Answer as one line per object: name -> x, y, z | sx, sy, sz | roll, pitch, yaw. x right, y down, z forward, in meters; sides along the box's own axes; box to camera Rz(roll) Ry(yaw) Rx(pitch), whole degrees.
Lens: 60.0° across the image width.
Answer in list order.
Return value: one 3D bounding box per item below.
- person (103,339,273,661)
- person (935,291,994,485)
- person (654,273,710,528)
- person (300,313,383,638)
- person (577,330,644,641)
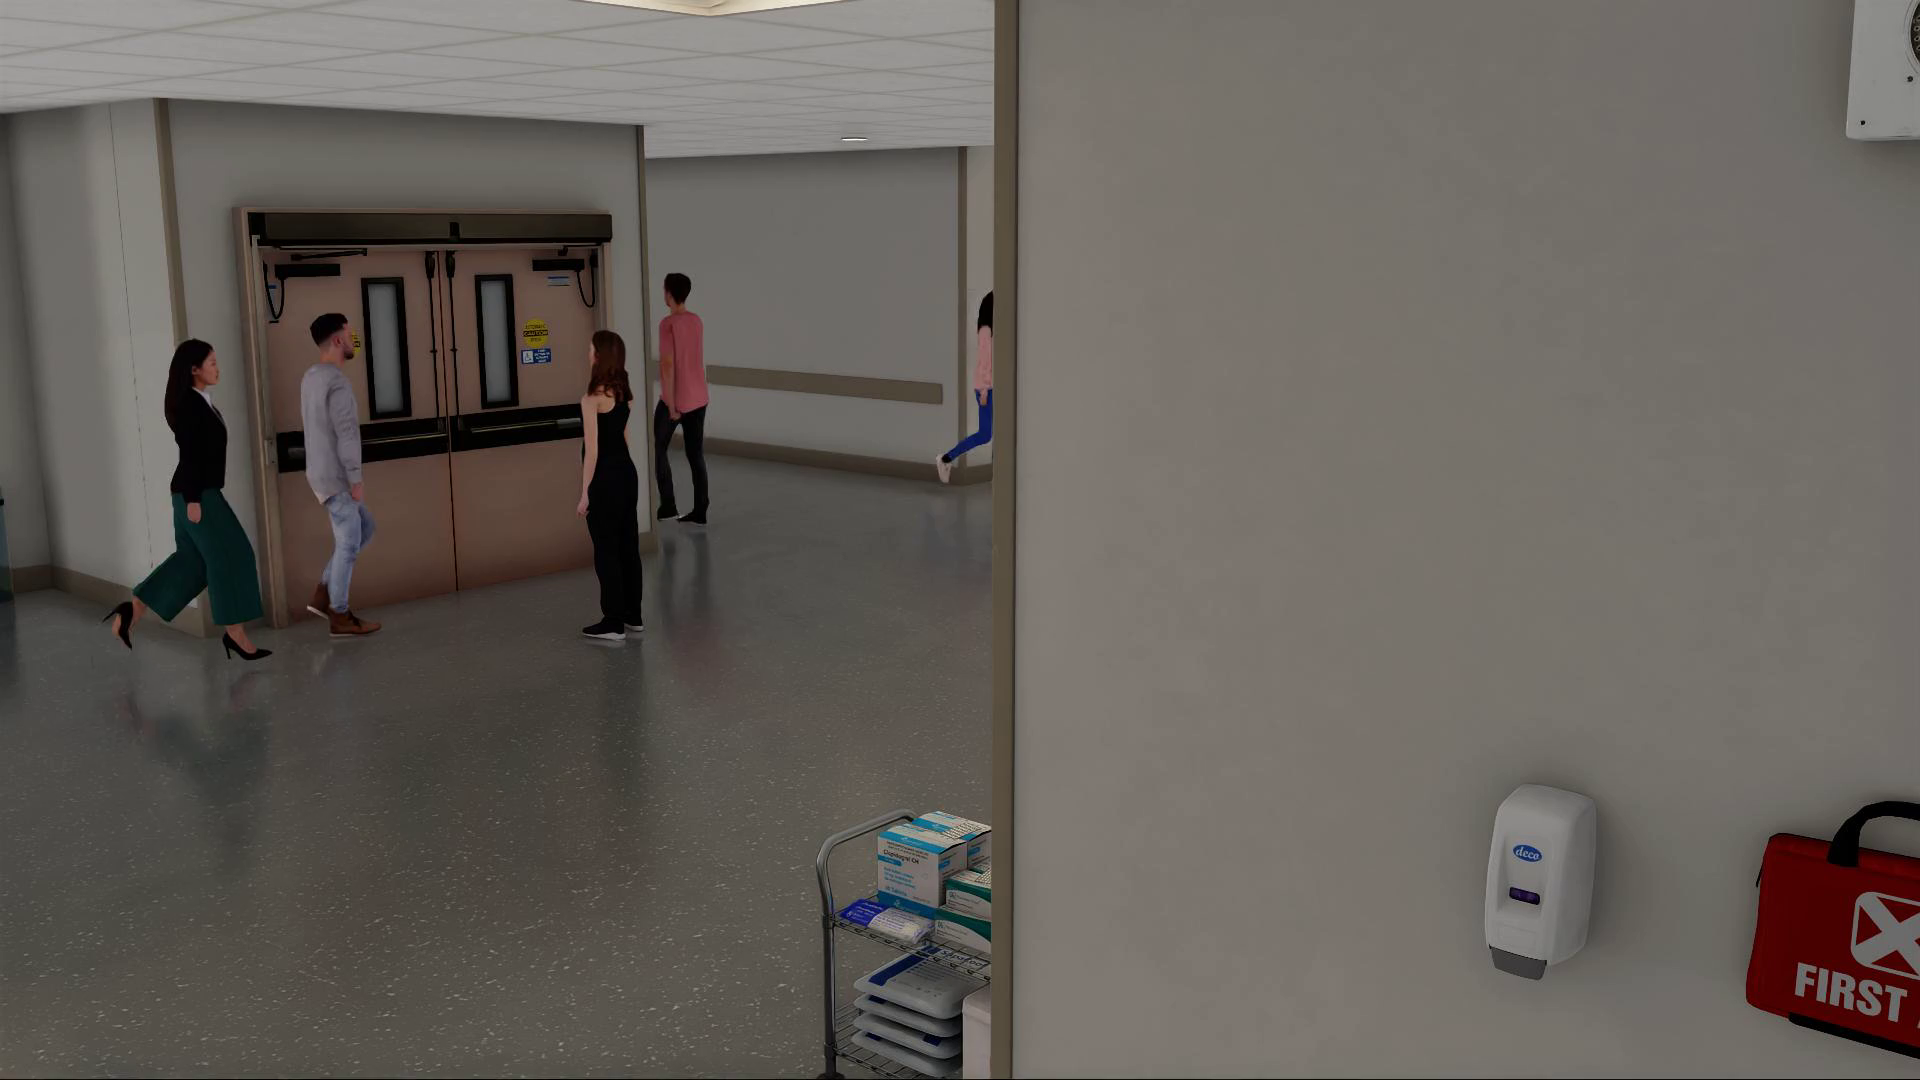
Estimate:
person -> -4.064, -0.169, 8.697 | 1.121, 1.717, 0.898 | -6, 12, -29
person -> 0.186, -1.249, 14.318 | 0.940, 1.744, 1.096 | 4, 12, 21
person -> -2.060, -1.055, 12.768 | 0.717, 1.940, 0.673 | 8, 13, 35
person -> -3.582, -0.346, 9.349 | 0.754, 1.823, 0.782 | -7, 13, -34
person -> -1.968, -0.319, 9.409 | 0.693, 1.746, 0.559 | 4, 12, 22
